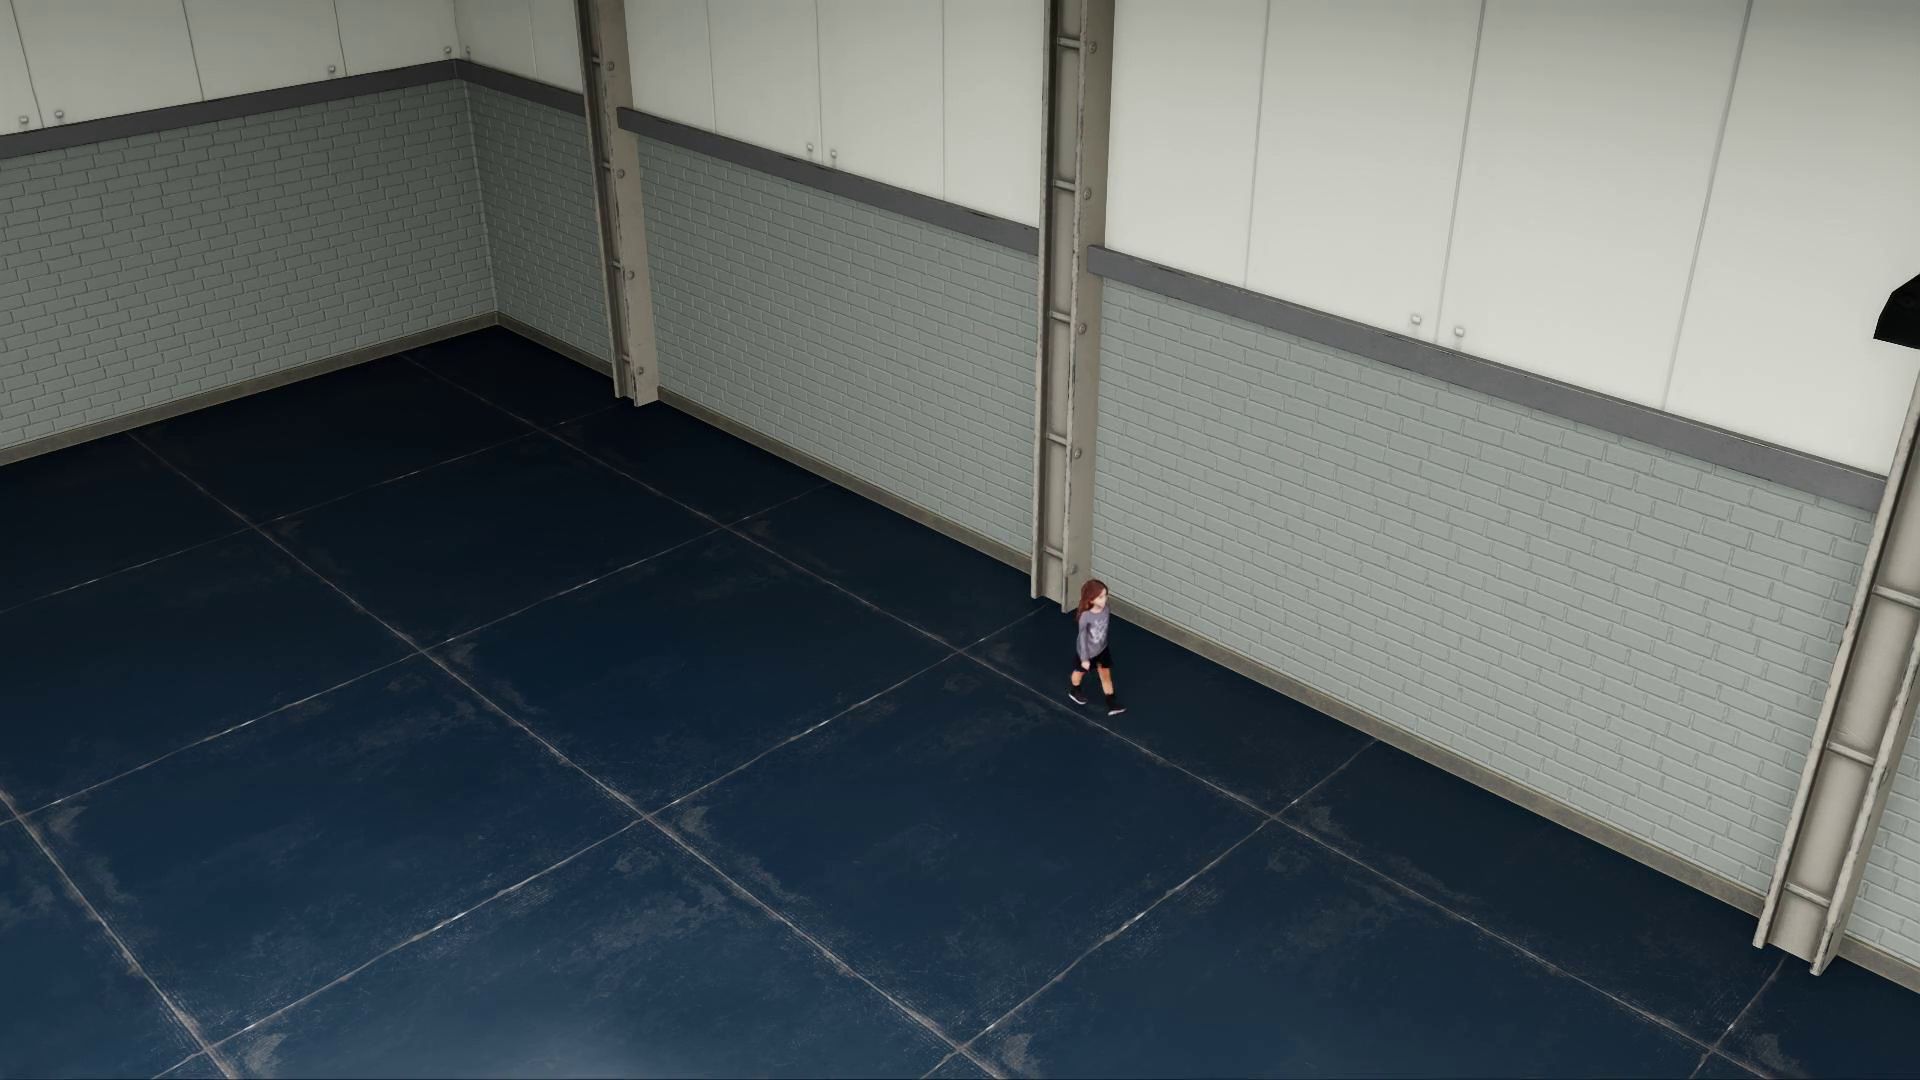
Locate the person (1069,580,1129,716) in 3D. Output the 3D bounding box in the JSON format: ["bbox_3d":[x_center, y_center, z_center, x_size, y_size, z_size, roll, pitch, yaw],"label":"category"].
[{"bbox_3d":[0.932,0.760,12.179,0.537,1.080,0.779,-21,34,-34],"label":"person"}]
